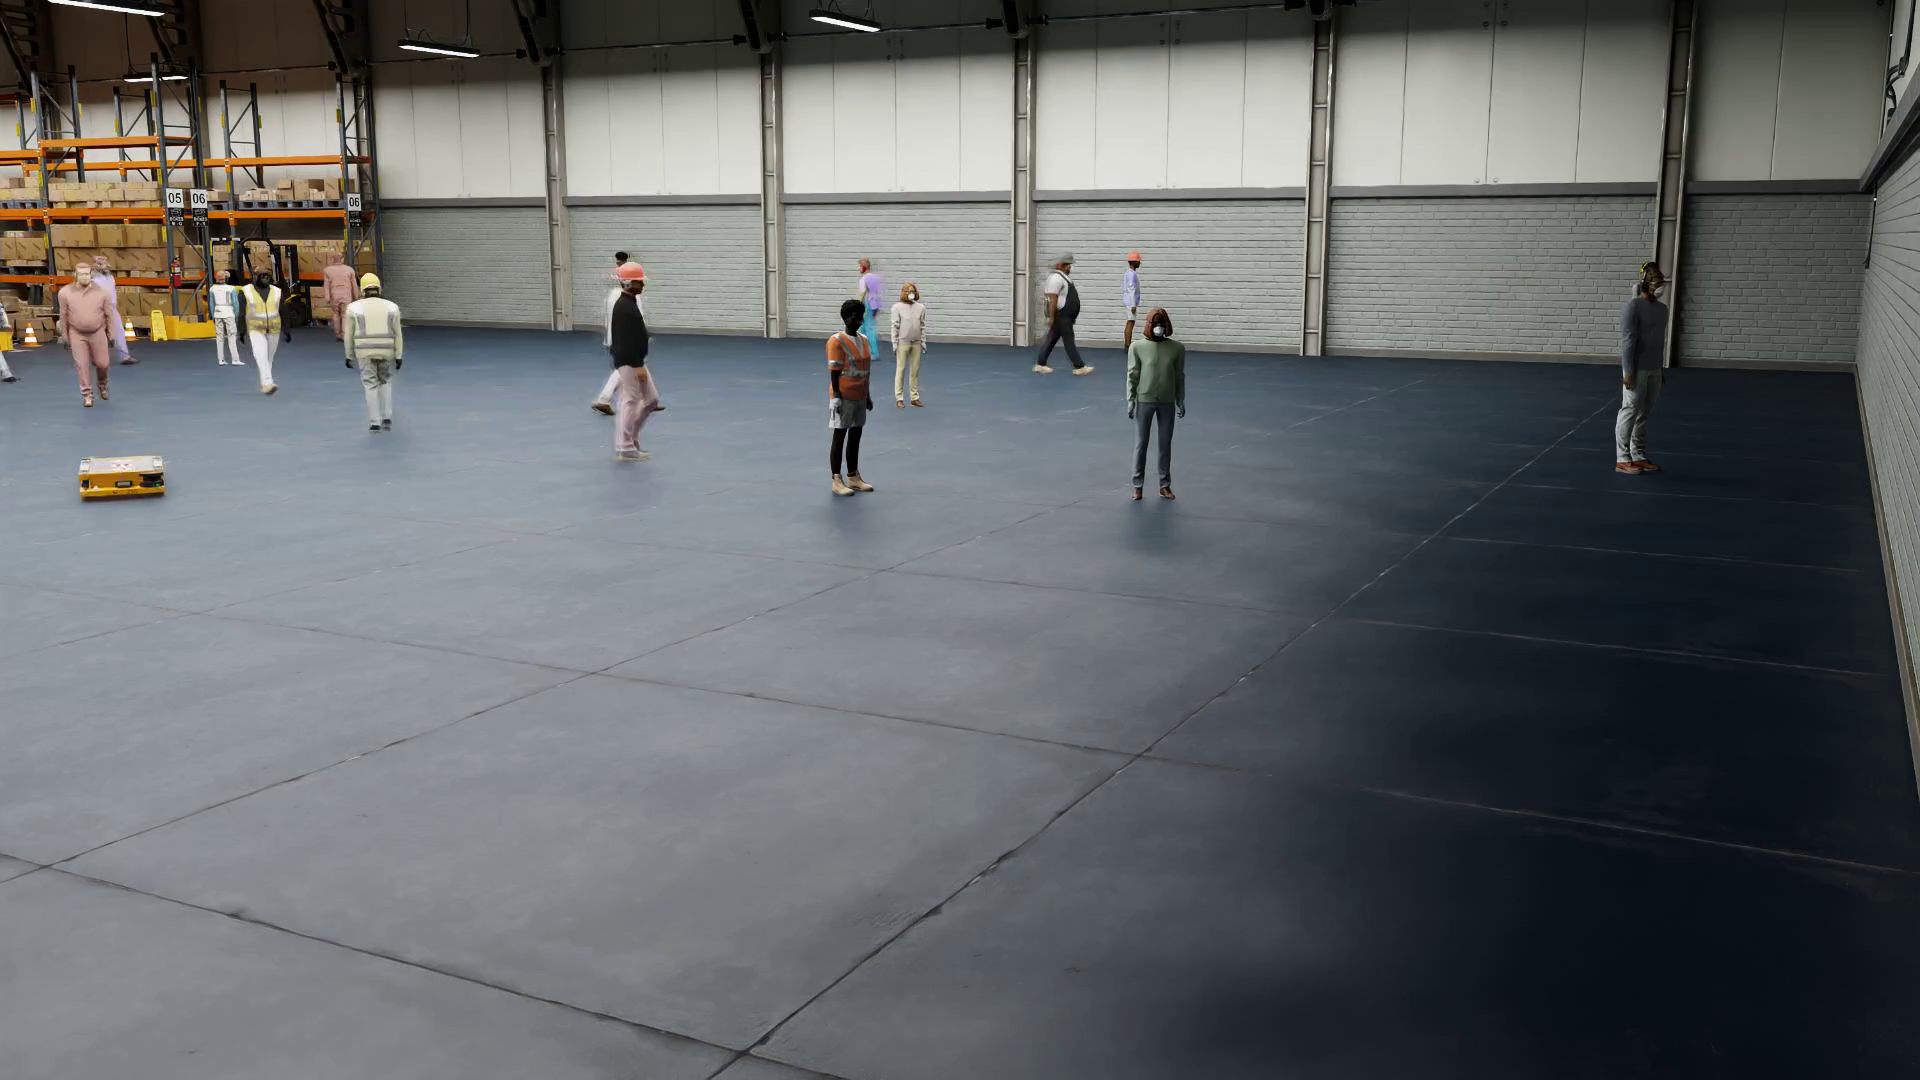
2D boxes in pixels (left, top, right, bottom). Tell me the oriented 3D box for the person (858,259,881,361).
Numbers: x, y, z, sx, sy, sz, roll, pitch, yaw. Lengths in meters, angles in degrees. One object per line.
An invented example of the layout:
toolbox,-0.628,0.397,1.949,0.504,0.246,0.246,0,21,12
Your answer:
person,-1.757,-4.120,29.818,0.751,1.817,0.598,3,11,16

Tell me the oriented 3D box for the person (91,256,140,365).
person,-14.601,-3.924,28.591,0.849,1.874,0.667,2,11,13

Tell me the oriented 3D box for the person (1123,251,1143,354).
person,3.274,-4.479,31.447,0.356,1.937,0.552,0,10,0

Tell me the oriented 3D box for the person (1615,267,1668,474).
person,6.466,-1.596,15.725,0.630,1.940,0.373,-8,13,-37

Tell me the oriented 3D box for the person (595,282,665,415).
person,-4.209,-2.505,20.913,1.009,1.861,0.656,-8,13,-36

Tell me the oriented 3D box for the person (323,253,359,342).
person,-13.072,-5.129,35.199,0.650,1.867,0.946,-2,11,-11

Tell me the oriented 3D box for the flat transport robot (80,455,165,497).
flat transport robot,-7.421,-0.579,14.730,0.652,0.197,1.431,-5,12,-26

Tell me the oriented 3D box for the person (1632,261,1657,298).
person,9.874,-3.080,24.029,0.518,1.865,0.329,-8,13,-37

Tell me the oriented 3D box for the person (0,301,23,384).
person,-14.730,-3.253,25.191,0.916,1.789,0.590,0,10,1

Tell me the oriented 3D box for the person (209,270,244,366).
person,-12.677,-3.826,28.695,0.515,1.641,0.315,2,11,9

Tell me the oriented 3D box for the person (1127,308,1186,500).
person,1.669,-1.156,14.155,0.509,1.632,0.267,-1,10,-7

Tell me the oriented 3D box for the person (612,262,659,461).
person,-3.230,-1.760,16.512,0.443,1.977,0.621,-1,10,-3

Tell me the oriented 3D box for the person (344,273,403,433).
person,-6.715,-2.134,19.008,0.613,1.809,0.628,-7,12,-32

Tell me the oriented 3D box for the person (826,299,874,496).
person,-0.948,-1.239,14.443,0.321,1.694,0.529,7,12,32

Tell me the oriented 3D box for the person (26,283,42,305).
person,-24.757,-6.856,44.475,0.400,1.918,0.589,1,10,4

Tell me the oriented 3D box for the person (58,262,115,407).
person,-11.491,-2.705,21.917,0.658,1.893,0.544,-5,12,-27

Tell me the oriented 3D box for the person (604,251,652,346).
person,-6.729,-4.877,33.668,0.945,1.933,0.621,-2,11,-9

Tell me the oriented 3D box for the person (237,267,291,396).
person,-9.761,-2.937,23.428,0.651,1.790,0.952,-9,13,-39

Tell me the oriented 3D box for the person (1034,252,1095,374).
person,1.666,-3.707,26.961,1.039,2.000,0.695,2,11,13

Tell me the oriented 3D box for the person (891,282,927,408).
person,-0.664,-2.544,21.727,0.507,1.633,0.276,-6,12,-30
